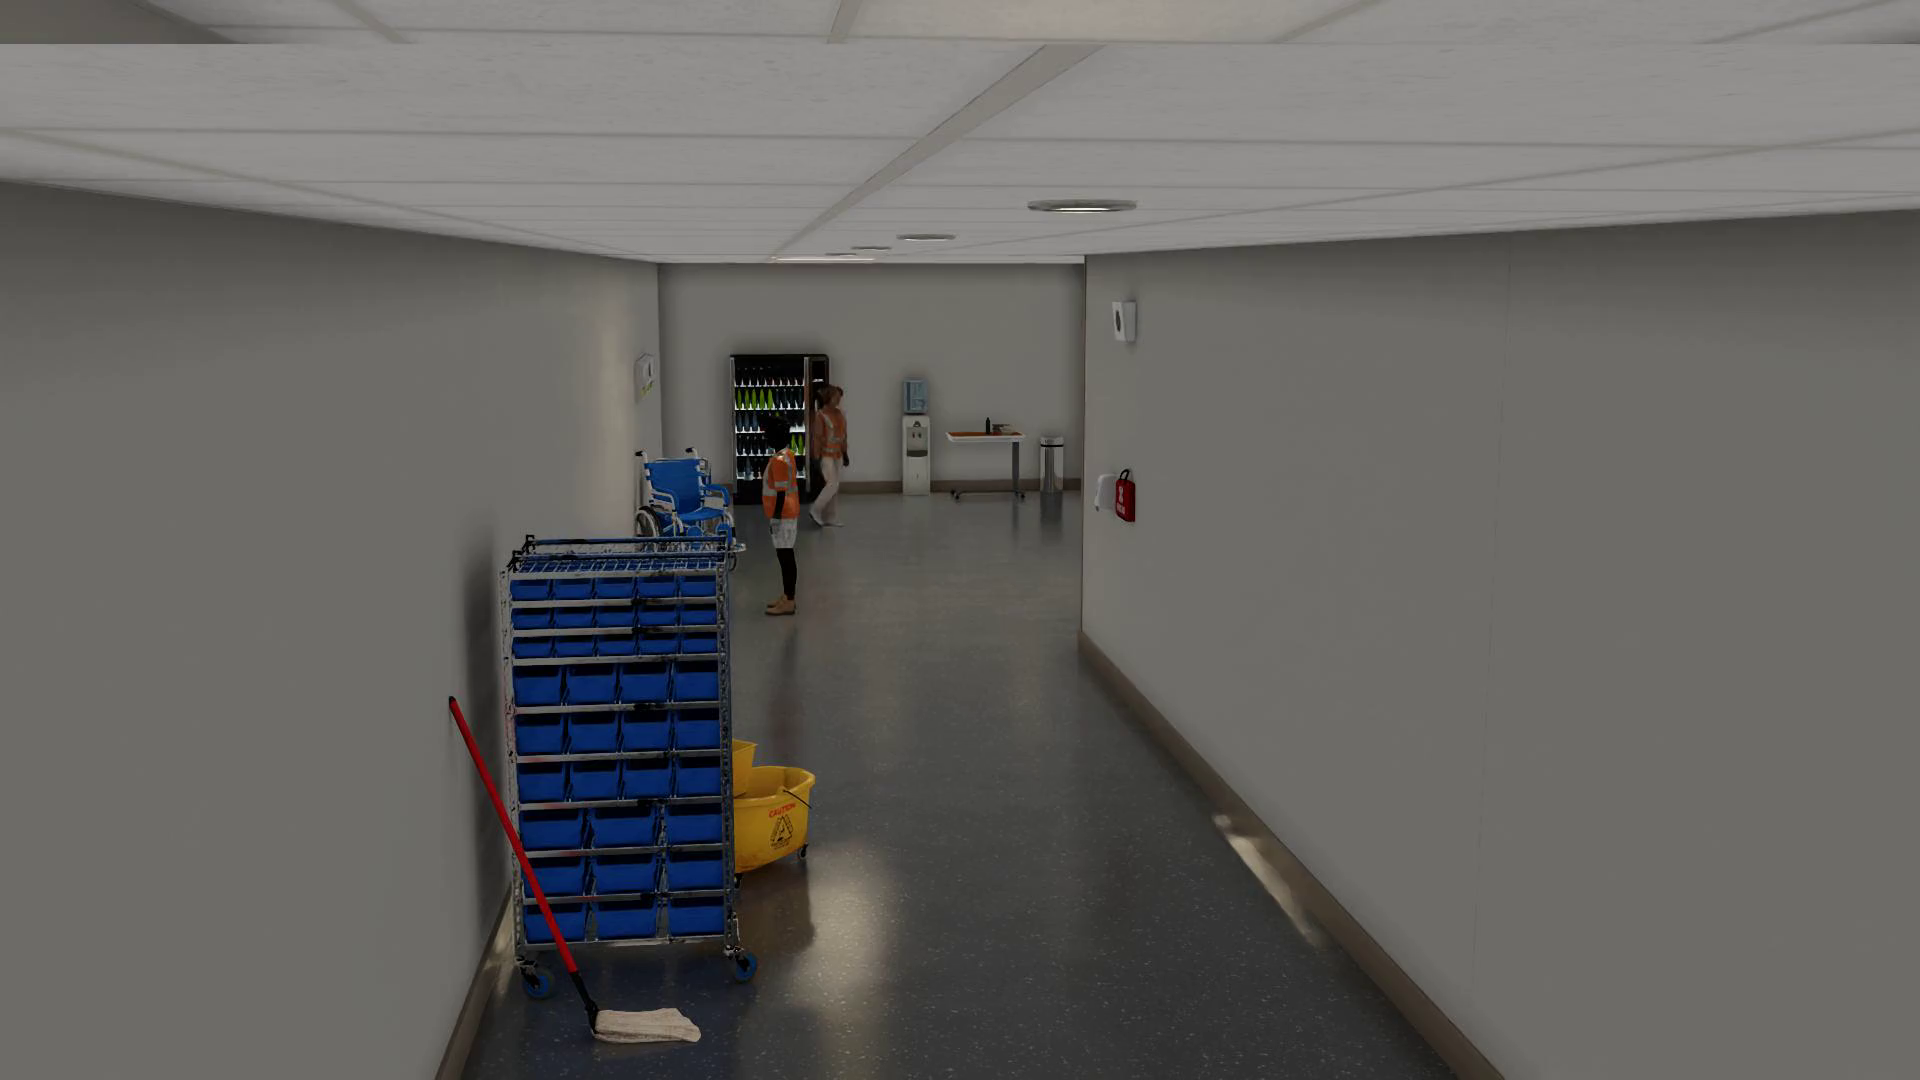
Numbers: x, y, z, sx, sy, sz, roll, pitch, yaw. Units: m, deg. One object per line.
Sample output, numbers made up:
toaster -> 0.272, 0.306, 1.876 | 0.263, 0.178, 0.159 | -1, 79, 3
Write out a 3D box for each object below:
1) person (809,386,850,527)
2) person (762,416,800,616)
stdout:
person -> -1.455, -0.937, 18.879 | 0.362, 1.625, 0.515 | 5, 10, 28
person -> -1.519, -0.208, 14.103 | 0.319, 1.694, 0.532 | 0, 9, -1
